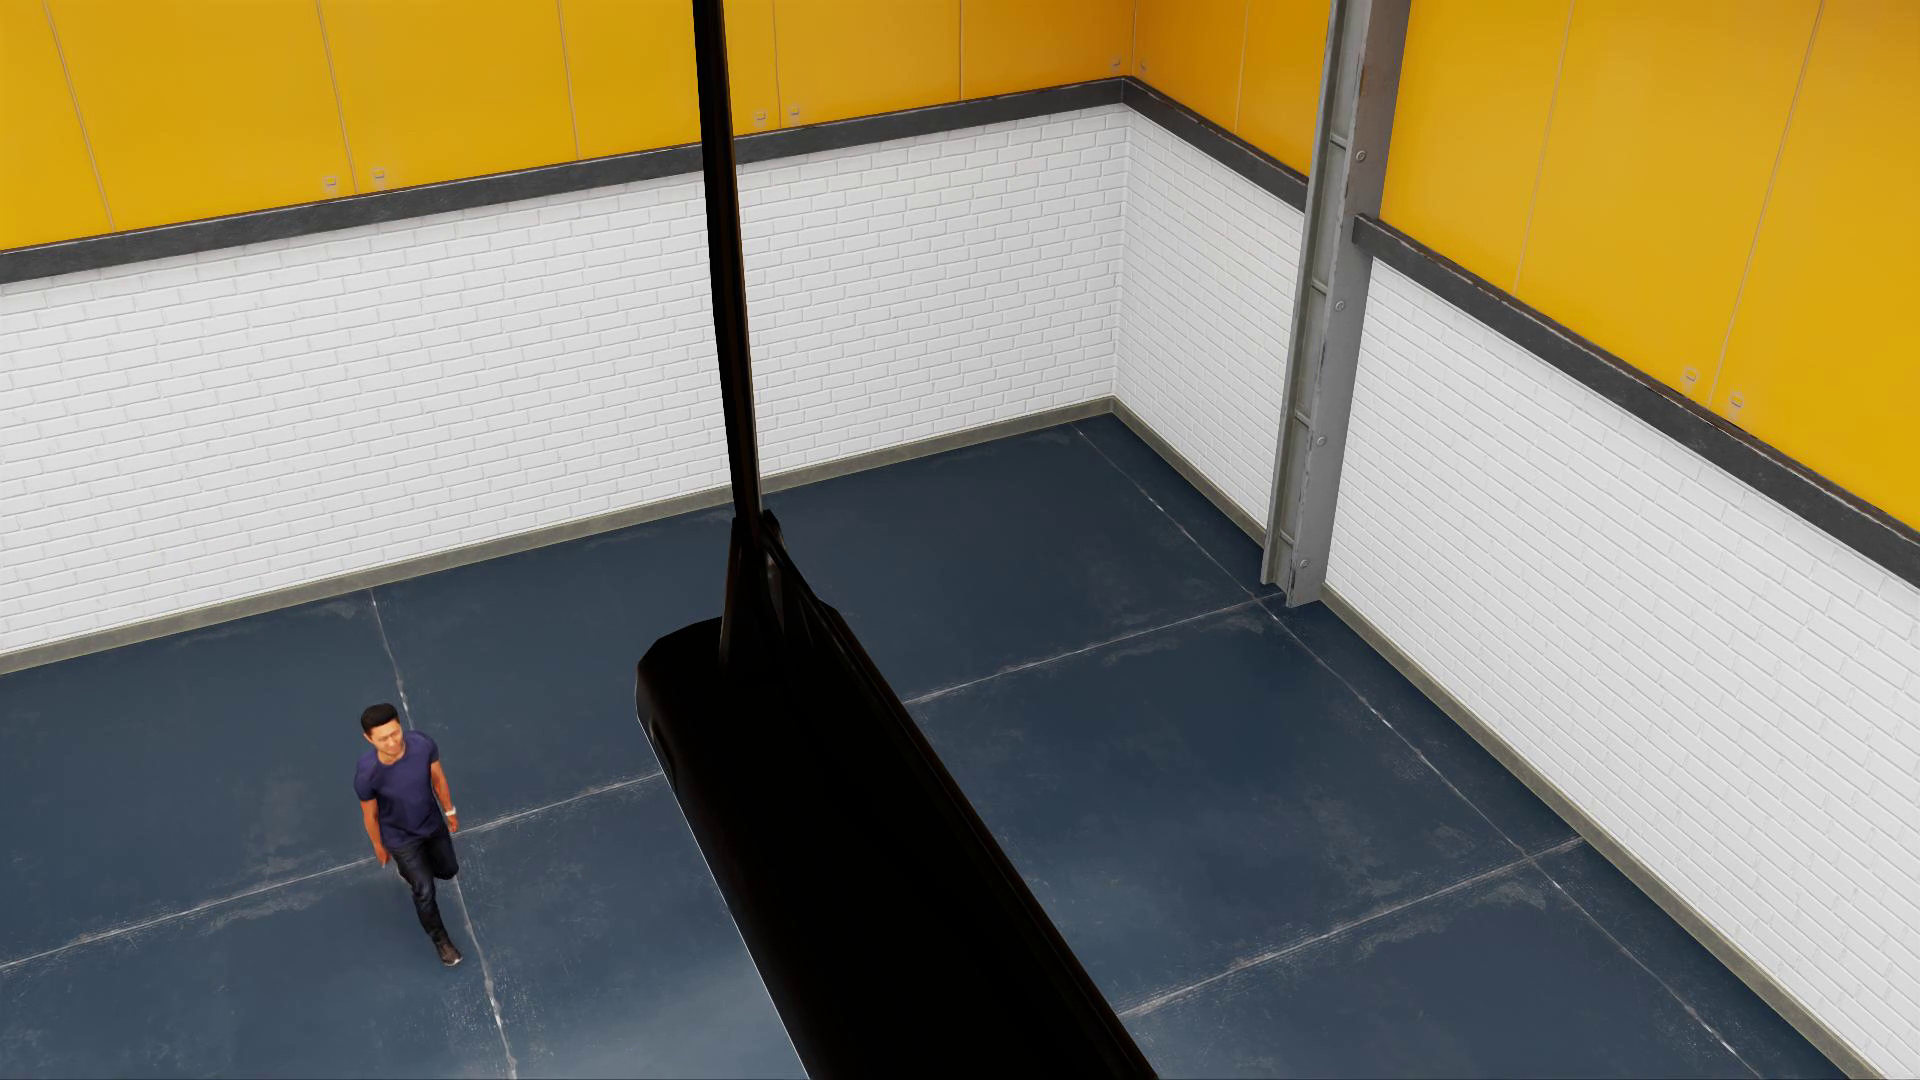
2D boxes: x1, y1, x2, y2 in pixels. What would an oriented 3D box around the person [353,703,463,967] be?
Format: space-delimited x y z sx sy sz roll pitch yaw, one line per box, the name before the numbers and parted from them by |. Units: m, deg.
person | -3.057 1.554 9.195 0.843 1.771 1.021 -29 43 -36
